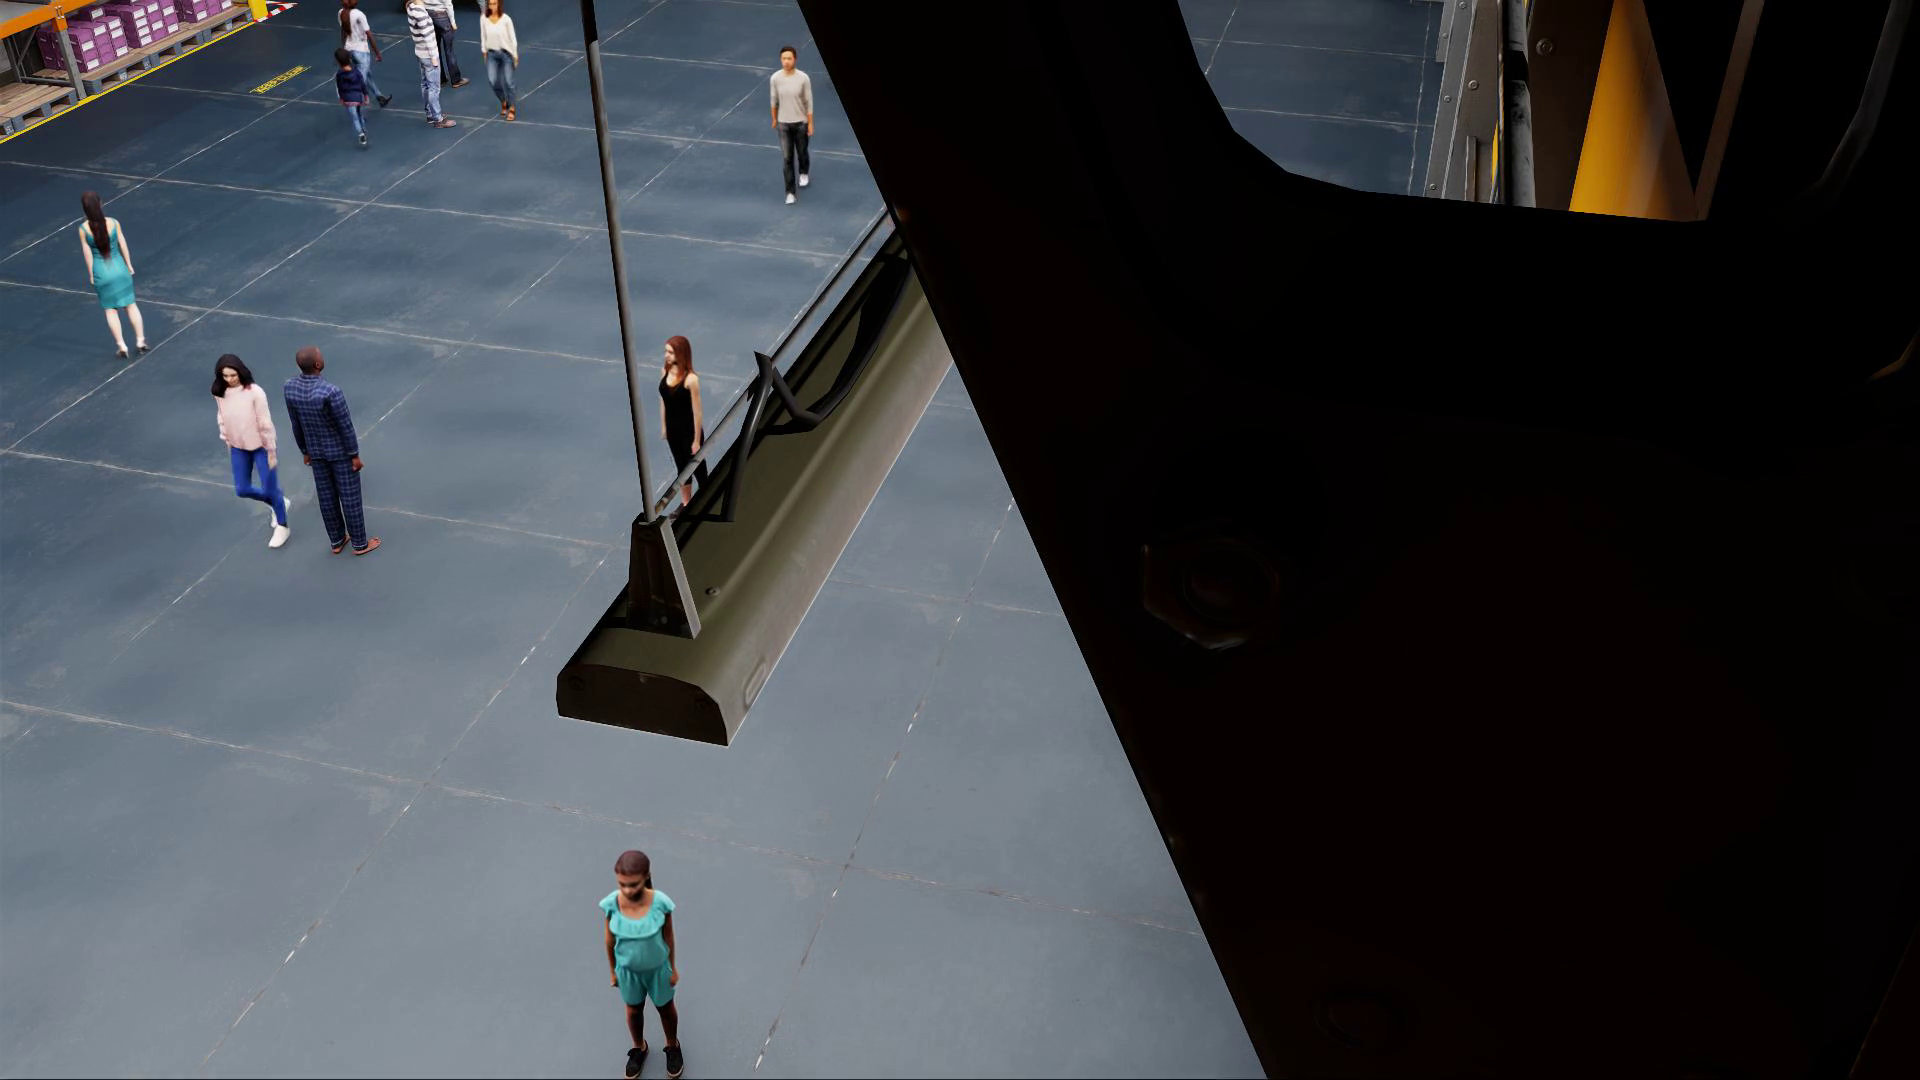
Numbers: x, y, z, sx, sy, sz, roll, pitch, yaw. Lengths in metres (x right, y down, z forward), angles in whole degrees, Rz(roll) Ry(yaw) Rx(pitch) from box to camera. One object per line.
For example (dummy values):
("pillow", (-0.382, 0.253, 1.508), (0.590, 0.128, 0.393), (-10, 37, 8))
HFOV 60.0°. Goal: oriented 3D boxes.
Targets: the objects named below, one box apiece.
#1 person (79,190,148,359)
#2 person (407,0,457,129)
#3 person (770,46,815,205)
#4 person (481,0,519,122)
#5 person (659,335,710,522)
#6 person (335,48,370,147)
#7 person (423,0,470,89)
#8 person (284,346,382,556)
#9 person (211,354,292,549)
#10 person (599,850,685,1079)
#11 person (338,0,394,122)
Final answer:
("person", (-8.211, -2.569, 16.090), (0.574, 1.688, 0.674), (-26, 41, -33))
("person", (-6.922, -6.303, 21.557), (0.761, 1.855, 0.714), (-20, 38, -27))
("person", (-1.937, -4.928, 19.569), (0.856, 1.766, 1.259), (1, 34, 2))
("person", (-5.987, -6.352, 21.797), (0.684, 1.671, 0.655), (3, 34, 4))
("person", (-2.228, -0.886, 13.523), (0.644, 1.726, 0.641), (25, 41, 32))
("person", (-7.693, -5.594, 21.081), (0.835, 1.201, 0.859), (-21, 39, -29))
("person", (-7.180, -7.170, 22.892), (0.638, 1.820, 0.549), (9, 35, 13))
("person", (-4.994, -0.711, 13.172), (0.665, 1.824, 0.578), (7, 34, 11))
("person", (-5.606, -0.765, 13.322), (0.695, 1.748, 0.703), (6, 34, 10))
("person", (-1.696, 2.270, 8.928), (0.612, 1.558, 0.630), (-1, 34, -2))
("person", (-7.885, -6.280, 21.679), (0.757, 1.681, 1.117), (16, 37, 23))
